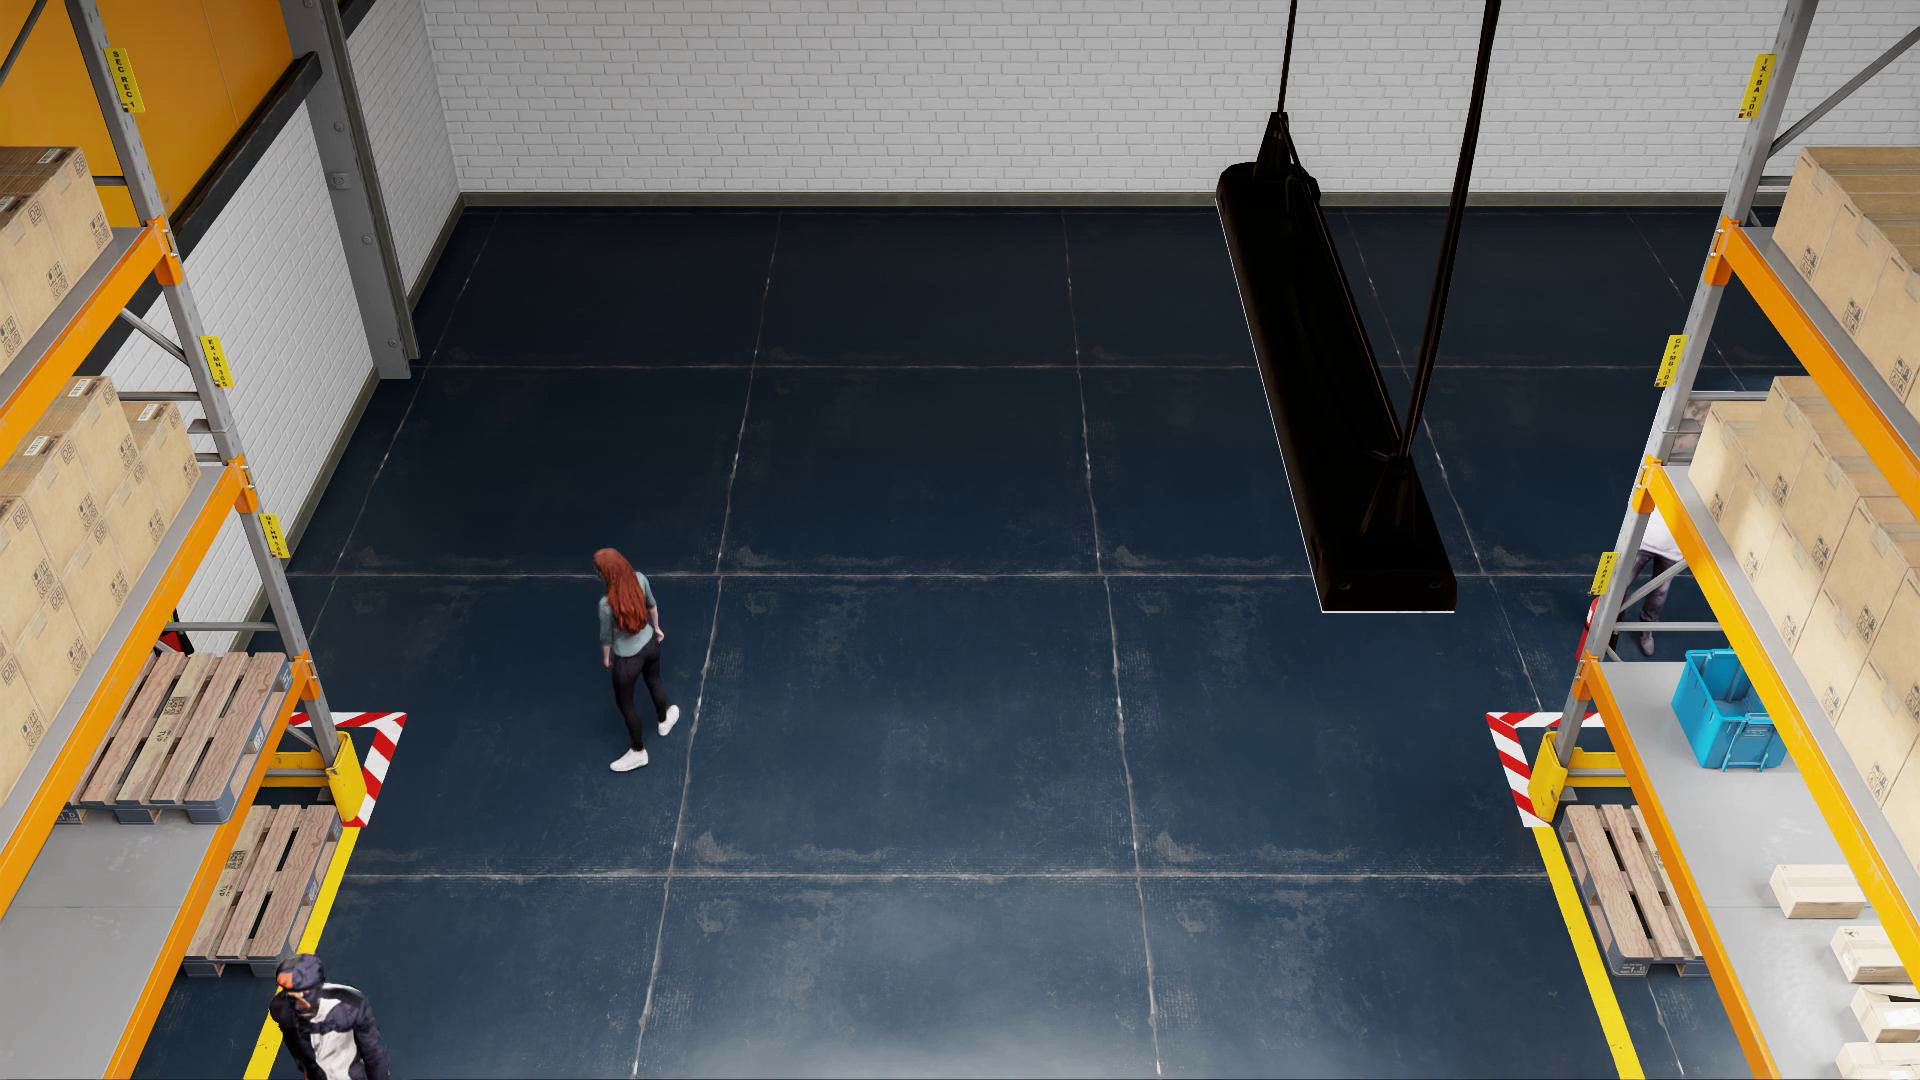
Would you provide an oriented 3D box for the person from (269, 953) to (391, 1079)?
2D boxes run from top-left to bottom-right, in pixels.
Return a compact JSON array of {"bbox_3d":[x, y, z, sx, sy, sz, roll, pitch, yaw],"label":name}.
[{"bbox_3d":[-3.100,2.666,8.508,0.688,1.846,1.108,0,39,-1],"label":"person"}]

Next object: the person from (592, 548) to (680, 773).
[{"bbox_3d":[-2.132,0.724,11.035,0.797,1.726,0.973,-30,47,-32],"label":"person"}]
